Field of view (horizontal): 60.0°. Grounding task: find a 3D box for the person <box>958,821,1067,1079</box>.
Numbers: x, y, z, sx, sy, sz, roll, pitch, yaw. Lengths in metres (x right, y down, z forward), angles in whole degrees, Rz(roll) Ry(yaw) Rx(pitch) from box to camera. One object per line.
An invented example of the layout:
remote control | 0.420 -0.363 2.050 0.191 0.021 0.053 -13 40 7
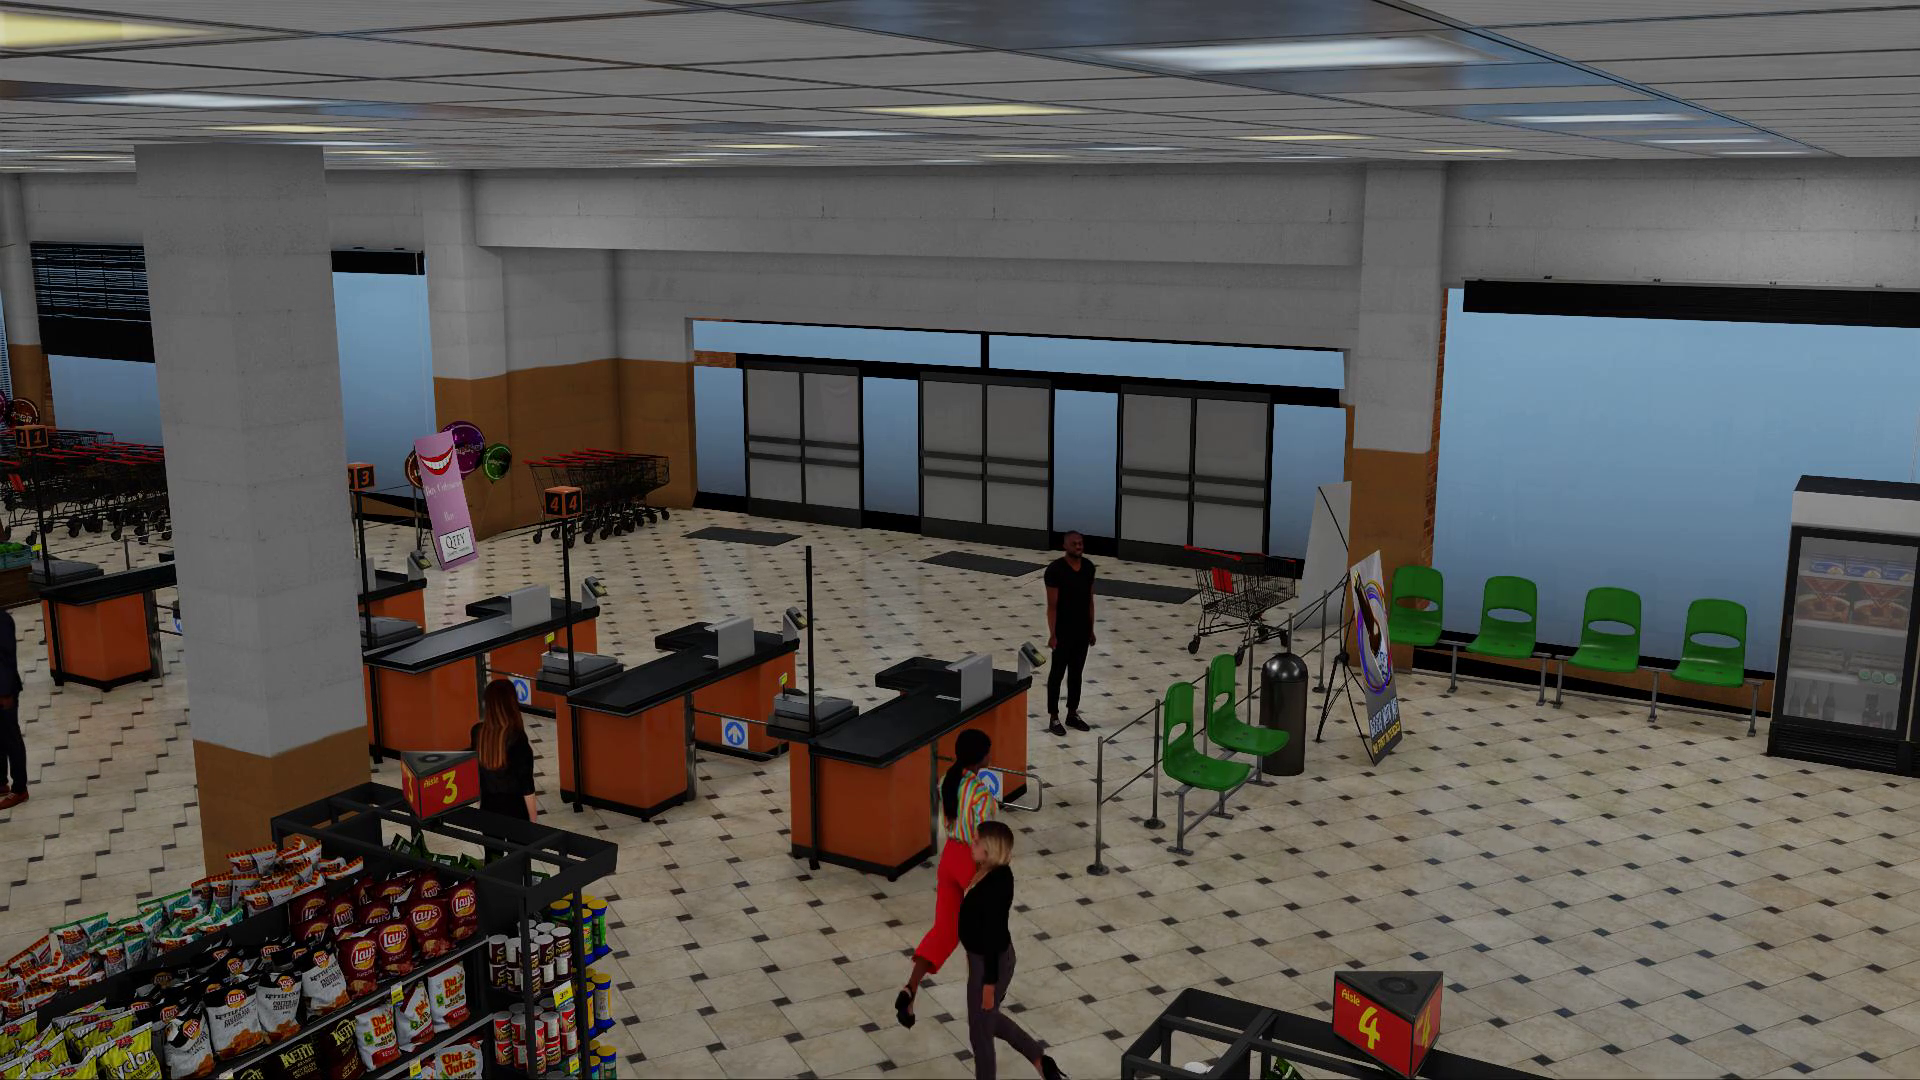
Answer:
person | 0.240 2.210 8.428 0.842 1.658 0.836 1 12 5

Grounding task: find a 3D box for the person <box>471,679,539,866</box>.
person | -2.920 1.721 10.625 0.626 1.711 0.544 5 13 24

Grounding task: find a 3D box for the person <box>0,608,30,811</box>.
person | -7.538 1.165 12.991 0.704 1.824 0.632 8 14 34

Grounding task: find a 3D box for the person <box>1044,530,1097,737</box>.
person | 0.971 0.800 14.737 0.698 1.819 0.813 -6 14 -28

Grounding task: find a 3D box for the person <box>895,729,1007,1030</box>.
person | -0.039 1.951 9.407 0.773 1.763 1.158 11 16 42
